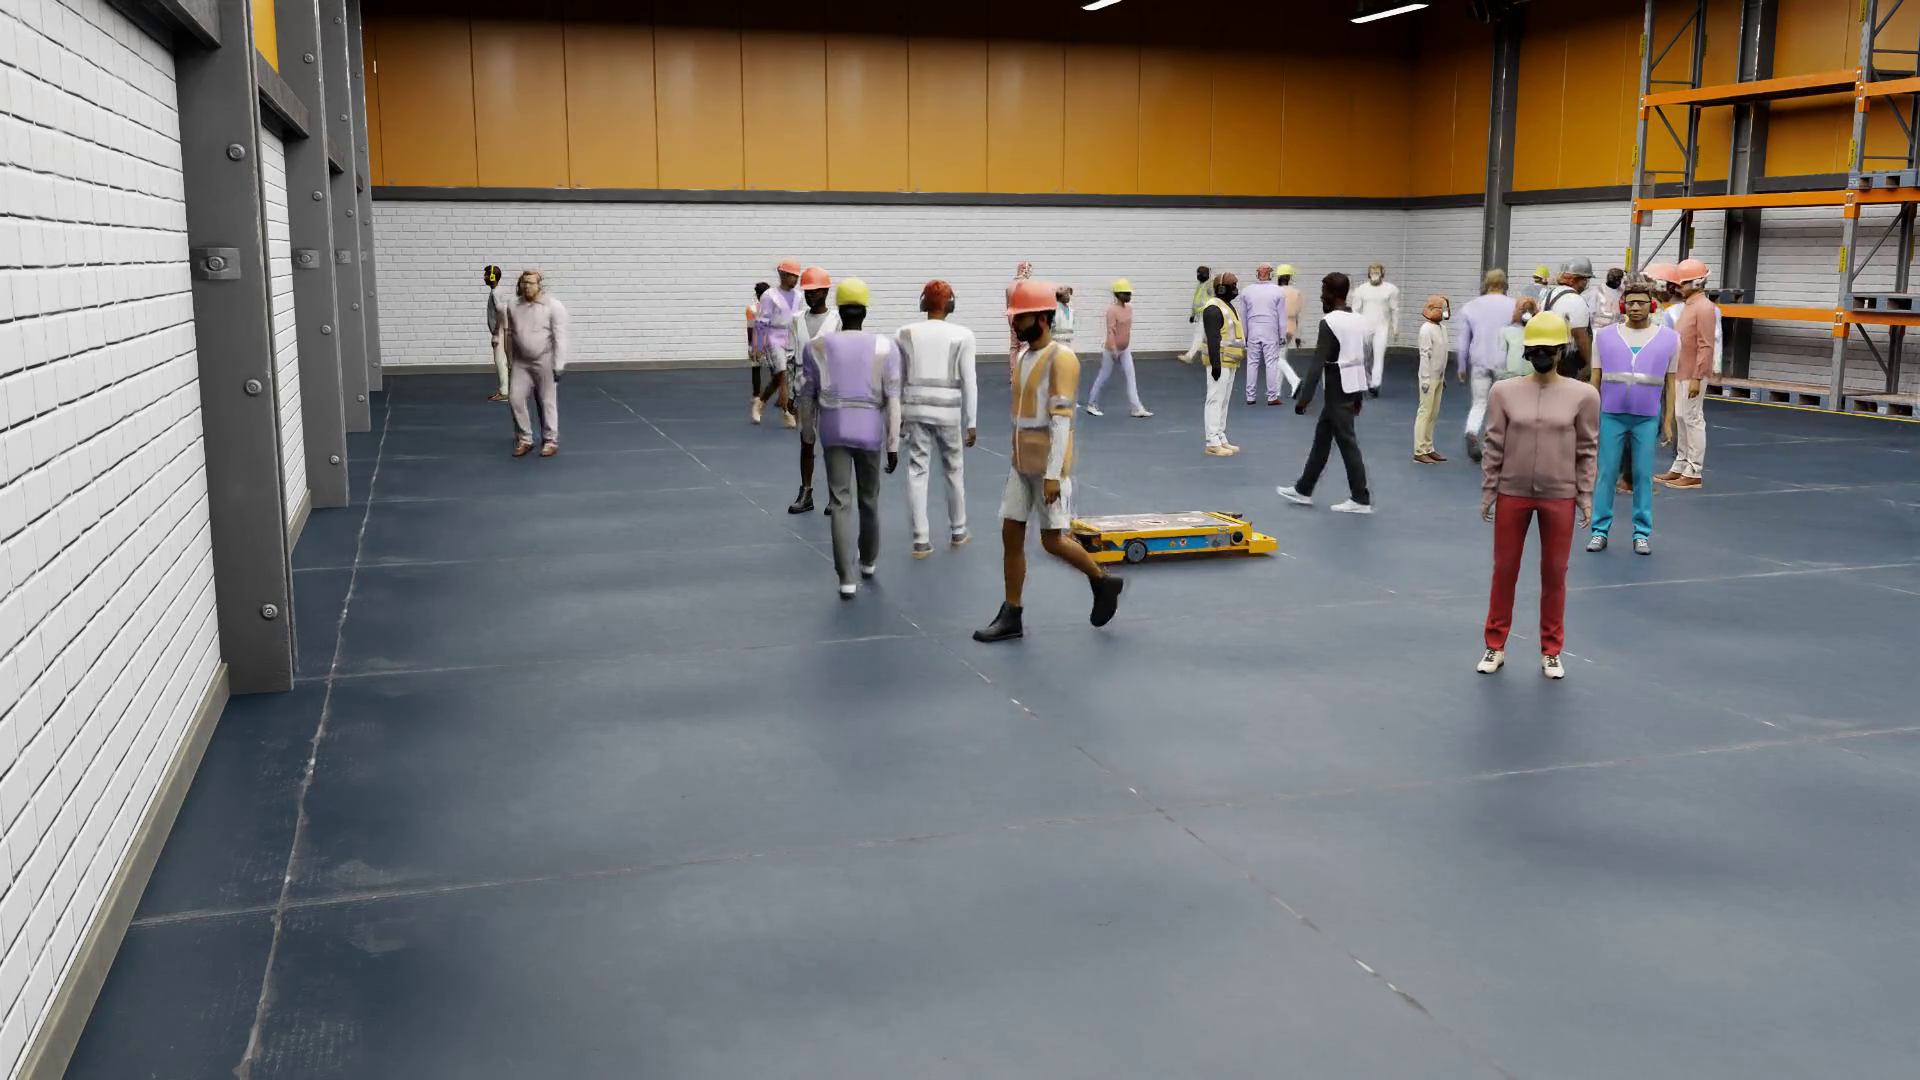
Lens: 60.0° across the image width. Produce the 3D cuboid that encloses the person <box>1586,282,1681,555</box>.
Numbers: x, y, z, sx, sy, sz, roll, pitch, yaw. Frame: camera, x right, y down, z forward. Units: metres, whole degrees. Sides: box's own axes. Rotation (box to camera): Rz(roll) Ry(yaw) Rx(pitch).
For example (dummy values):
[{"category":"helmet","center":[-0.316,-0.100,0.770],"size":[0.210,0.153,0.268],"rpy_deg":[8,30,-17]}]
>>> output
[{"category":"person","center":[4.569,-0.824,11.329],"size":[0.565,1.843,0.388],"rpy_deg":[4,11,22]}]

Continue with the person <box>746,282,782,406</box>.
[{"category":"person","center":[-2.587,-2.619,22.234],"size":[0.540,1.669,0.829],"rpy_deg":[-5,11,-27]}]

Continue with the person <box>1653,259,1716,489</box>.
[{"category":"person","center":[6.335,-1.439,14.476],"size":[0.392,1.986,0.610],"rpy_deg":[1,10,8]}]

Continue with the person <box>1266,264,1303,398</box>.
[{"category":"person","center":[4.595,-2.936,23.413],"size":[0.587,1.898,0.847],"rpy_deg":[-5,11,-28]}]

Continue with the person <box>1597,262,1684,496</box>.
[{"category":"person","center":[5.747,-1.333,13.929],"size":[0.474,1.958,0.660],"rpy_deg":[6,12,32]}]

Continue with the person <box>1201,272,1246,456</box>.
[{"category":"person","center":[2.672,-1.779,16.858],"size":[0.429,1.845,0.621],"rpy_deg":[4,11,23]}]

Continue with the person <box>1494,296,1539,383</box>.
[{"category":"person","center":[5.351,-1.506,15.882],"size":[0.507,1.630,0.268],"rpy_deg":[0,10,0]}]

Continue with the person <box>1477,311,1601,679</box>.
[{"category":"person","center":[2.773,-0.209,7.989],"size":[0.526,1.768,0.331],"rpy_deg":[4,11,21]}]

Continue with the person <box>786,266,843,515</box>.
[{"category":"person","center":[-1.112,-1.161,13.002],"size":[0.545,1.938,0.361],"rpy_deg":[3,10,17]}]

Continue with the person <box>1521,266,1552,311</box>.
[{"category":"person","center":[9.250,-3.459,26.611],"size":[0.403,1.832,0.593],"rpy_deg":[-6,12,-32]}]

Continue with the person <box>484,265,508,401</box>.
[{"category":"person","center":[-6.417,-2.851,22.985],"size":[0.318,1.870,0.531],"rpy_deg":[-2,10,-11]}]

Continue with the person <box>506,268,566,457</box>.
[{"category":"person","center":[-4.262,-1.754,16.602],"size":[0.661,1.885,0.600],"rpy_deg":[2,10,12]}]

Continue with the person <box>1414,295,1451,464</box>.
[{"category":"person","center":[4.612,-1.563,16.209],"size":[0.275,1.632,0.507],"rpy_deg":[7,12,35]}]

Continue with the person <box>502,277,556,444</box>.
[{"category":"person","center":[-4.606,-1.912,17.753],"size":[0.514,1.795,0.957],"rpy_deg":[-5,11,-27]}]

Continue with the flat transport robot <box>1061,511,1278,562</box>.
[{"category":"flat transport robot","center":[1.366,-0.035,11.305],"size":[1.431,0.197,0.652],"rpy_deg":[-3,10,-17]}]

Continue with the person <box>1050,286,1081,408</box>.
[{"category":"person","center":[1.290,-2.569,22.078],"size":[0.514,1.614,0.719],"rpy_deg":[-8,13,-40]}]

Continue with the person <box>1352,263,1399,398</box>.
[{"category":"person","center":[5.873,-2.973,23.637],"size":[0.661,1.882,1.027],"rpy_deg":[4,11,22]}]

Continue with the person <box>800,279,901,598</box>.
[{"category":"person","center":[-0.666,-0.632,10.106],"size":[0.597,1.877,0.967],"rpy_deg":[-1,10,-6]}]

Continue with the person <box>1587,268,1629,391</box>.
[{"category":"person","center":[9.588,-3.097,24.563],"size":[0.642,1.814,0.615],"rpy_deg":[-2,10,-11]}]

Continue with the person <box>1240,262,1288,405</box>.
[{"category":"person","center":[4.090,-2.761,22.344],"size":[0.641,1.913,0.407],"rpy_deg":[5,11,27]}]

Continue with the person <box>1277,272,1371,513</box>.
[{"category":"person","center":[2.887,-1.170,13.205],"size":[0.935,1.875,0.617],"rpy_deg":[7,12,34]}]

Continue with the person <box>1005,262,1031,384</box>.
[{"category":"person","center":[0.984,-3.347,25.771],"size":[0.404,1.902,0.636],"rpy_deg":[-6,11,-31]}]

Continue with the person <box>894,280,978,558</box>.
[{"category":"person","center":[-0.158,-0.837,11.377],"size":[0.612,1.849,0.815],"rpy_deg":[2,10,9]}]

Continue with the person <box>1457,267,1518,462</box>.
[{"category":"person","center":[5.093,-1.656,15.963],"size":[0.646,1.910,0.754],"rpy_deg":[4,11,22]}]

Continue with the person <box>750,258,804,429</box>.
[{"category":"person","center":[-2.162,-2.310,19.550],"size":[0.966,1.996,0.650],"rpy_deg":[9,13,42]}]

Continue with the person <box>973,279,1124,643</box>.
[{"category":"person","center":[0.477,-0.414,8.766],"size":[0.798,1.913,0.549],"rpy_deg":[-6,12,-32]}]

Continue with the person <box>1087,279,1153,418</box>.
[{"category":"person","center":[1.958,-2.379,20.701],"size":[0.922,1.714,0.541],"rpy_deg":[9,13,41]}]

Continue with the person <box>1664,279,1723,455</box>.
[{"category":"person","center":[7.242,-1.734,16.507],"size":[0.563,1.882,1.033],"rpy_deg":[2,10,12]}]

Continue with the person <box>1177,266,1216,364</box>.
[{"category":"person","center":[4.469,-4.150,30.743],"size":[0.971,1.786,0.649],"rpy_deg":[-3,10,-15]}]

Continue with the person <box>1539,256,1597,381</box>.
[{"category":"person","center":[6.005,-1.796,16.381],"size":[0.728,2.000,0.736],"rpy_deg":[-1,10,-4]}]
